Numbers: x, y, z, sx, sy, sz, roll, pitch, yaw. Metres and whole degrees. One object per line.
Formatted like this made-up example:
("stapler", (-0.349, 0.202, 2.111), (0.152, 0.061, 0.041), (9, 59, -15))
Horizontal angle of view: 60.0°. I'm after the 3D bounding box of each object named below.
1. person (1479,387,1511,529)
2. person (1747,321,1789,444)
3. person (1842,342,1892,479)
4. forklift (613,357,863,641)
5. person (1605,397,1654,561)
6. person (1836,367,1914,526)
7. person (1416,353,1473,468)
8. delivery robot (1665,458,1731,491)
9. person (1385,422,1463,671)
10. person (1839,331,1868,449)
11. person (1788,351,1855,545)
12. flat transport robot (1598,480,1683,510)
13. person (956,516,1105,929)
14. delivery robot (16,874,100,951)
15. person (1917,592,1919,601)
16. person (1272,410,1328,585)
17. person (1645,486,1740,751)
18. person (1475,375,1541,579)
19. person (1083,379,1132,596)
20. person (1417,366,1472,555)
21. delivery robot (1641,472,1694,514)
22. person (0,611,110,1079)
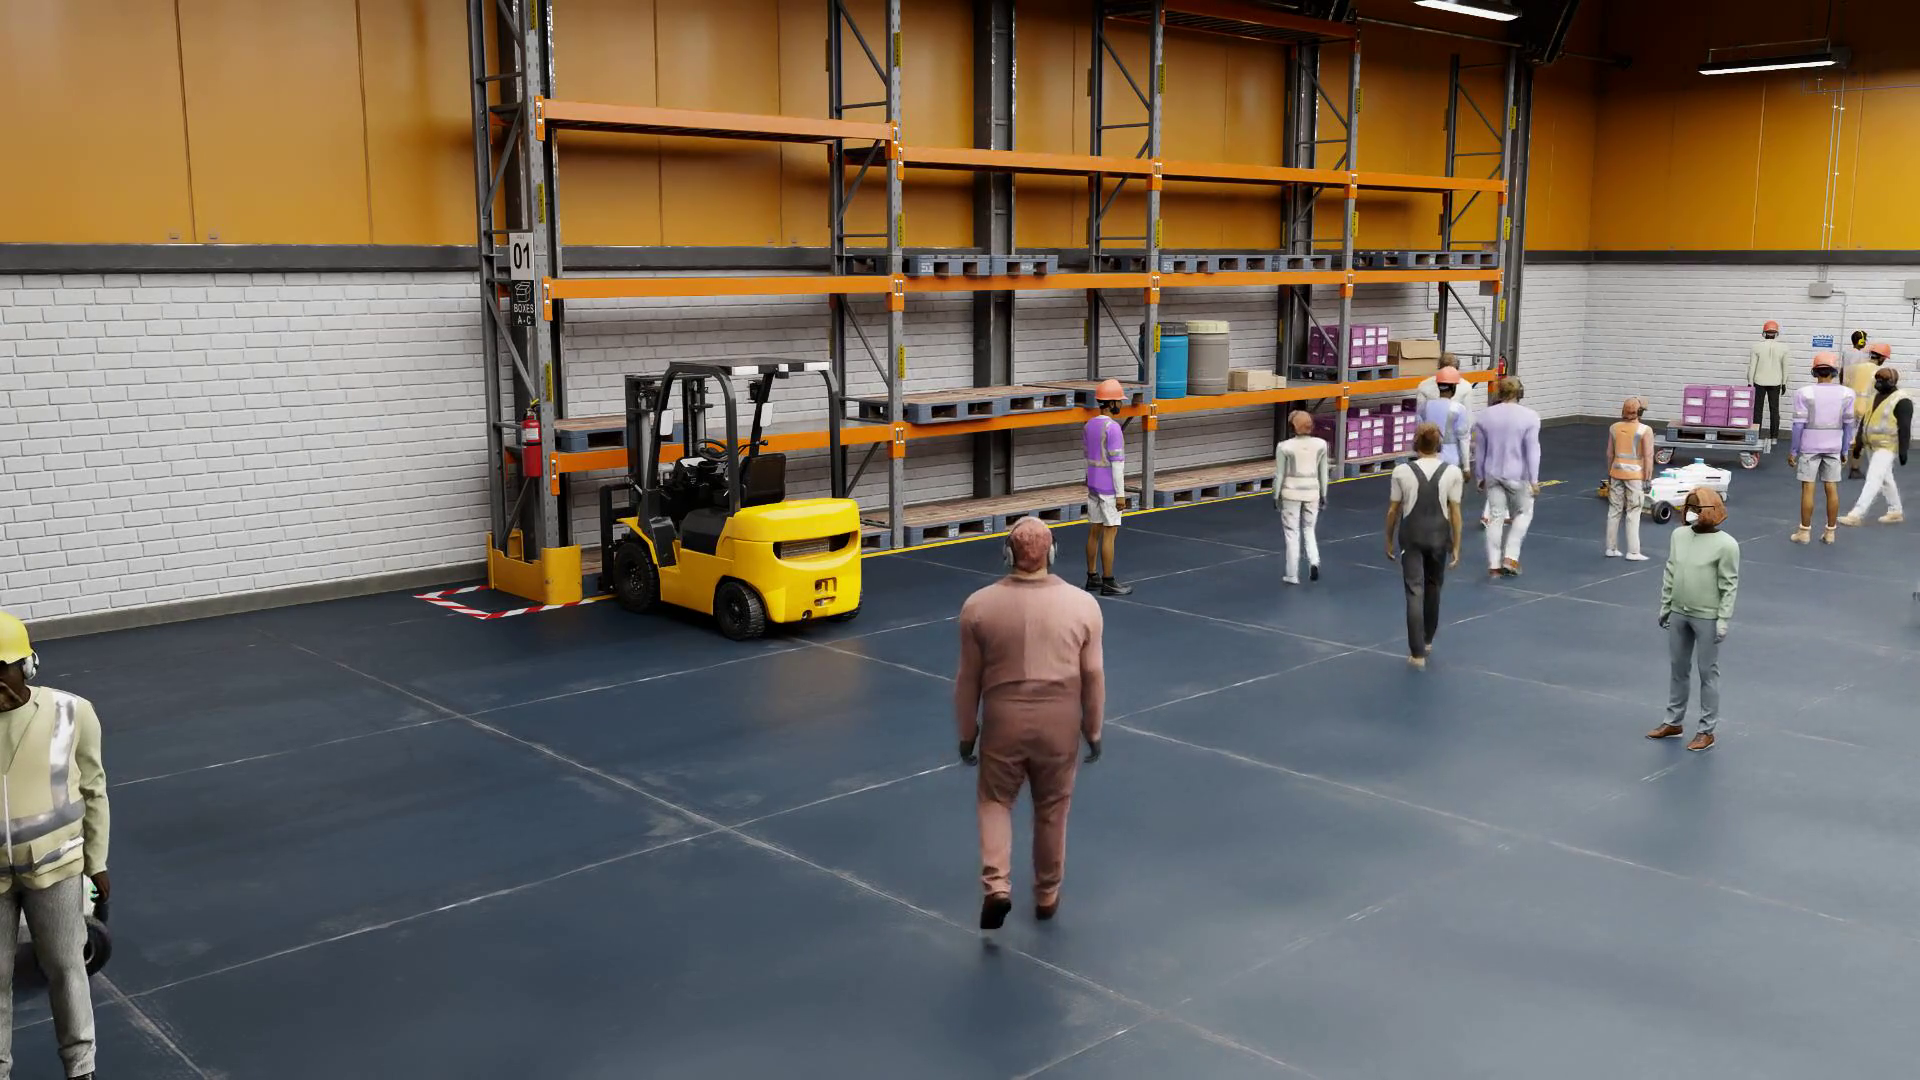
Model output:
("person", (6.000, -0.917, 18.569), (0.521, 1.591, 0.823), (9, 13, 43))
("person", (13.047, -2.542, 26.896), (0.617, 1.993, 0.396), (2, 10, 11))
("person", (12.147, -1.728, 22.451), (0.707, 1.887, 0.617), (-6, 11, -30))
("forklift", (-1.847, -0.414, 13.852), (1.214, 2.155, 2.313), (-9, 13, -42))
("person", (6.691, -0.611, 16.632), (0.310, 1.638, 0.522), (-6, 11, -30))
("person", (10.377, -1.053, 18.789), (0.937, 1.792, 0.639), (-1, 10, -4))
("person", (5.665, -1.222, 19.473), (0.635, 1.904, 0.592), (4, 10, 20))
("delivery robot", (9.043, -0.757, 20.379), (0.707, 0.478, 0.477), (1, 10, 4))
("person", (3.451, 0.019, 12.430), (0.528, 1.803, 0.920), (2, 10, 10))
("person", (14.076, -2.359, 26.203), (0.311, 1.865, 0.532), (-2, 10, -10))
("person", (9.049, -0.964, 17.527), (0.609, 2.040, 0.395), (1, 10, 7))
("flat transport robot", (8.334, -0.552, 20.285), (0.652, 0.197, 1.431), (1, 10, 4))
("person", (0.317, 0.831, 7.444), (0.666, 1.893, 0.661), (1, 10, 4))
("delivery robot", (-4.016, 1.526, 7.014), (0.707, 0.478, 0.477), (-5, 11, -28))
("person", (8.318, -0.168, 13.578), (0.761, 1.809, 0.598), (-2, 10, -11))
("person", (3.133, -0.386, 15.330), (0.540, 1.624, 0.388), (-2, 10, -11))
("person", (4.542, 0.476, 10.278), (0.278, 1.634, 0.498), (-5, 11, -26))
("person", (5.161, -0.588, 15.667), (0.664, 1.921, 0.471), (9, 13, 43))
("person", (1.325, -0.471, 14.937), (0.360, 1.939, 0.543), (-5, 11, -26))
("person", (4.918, -0.801, 16.885), (0.396, 1.934, 0.562), (-8, 12, -38))
("delivery robot", (8.083, -0.541, 19.115), (0.707, 0.478, 0.477), (-5, 11, -26))
("person", (-3.292, 1.141, 5.808), (0.594, 1.832, 0.404), (-5, 11, -25))
